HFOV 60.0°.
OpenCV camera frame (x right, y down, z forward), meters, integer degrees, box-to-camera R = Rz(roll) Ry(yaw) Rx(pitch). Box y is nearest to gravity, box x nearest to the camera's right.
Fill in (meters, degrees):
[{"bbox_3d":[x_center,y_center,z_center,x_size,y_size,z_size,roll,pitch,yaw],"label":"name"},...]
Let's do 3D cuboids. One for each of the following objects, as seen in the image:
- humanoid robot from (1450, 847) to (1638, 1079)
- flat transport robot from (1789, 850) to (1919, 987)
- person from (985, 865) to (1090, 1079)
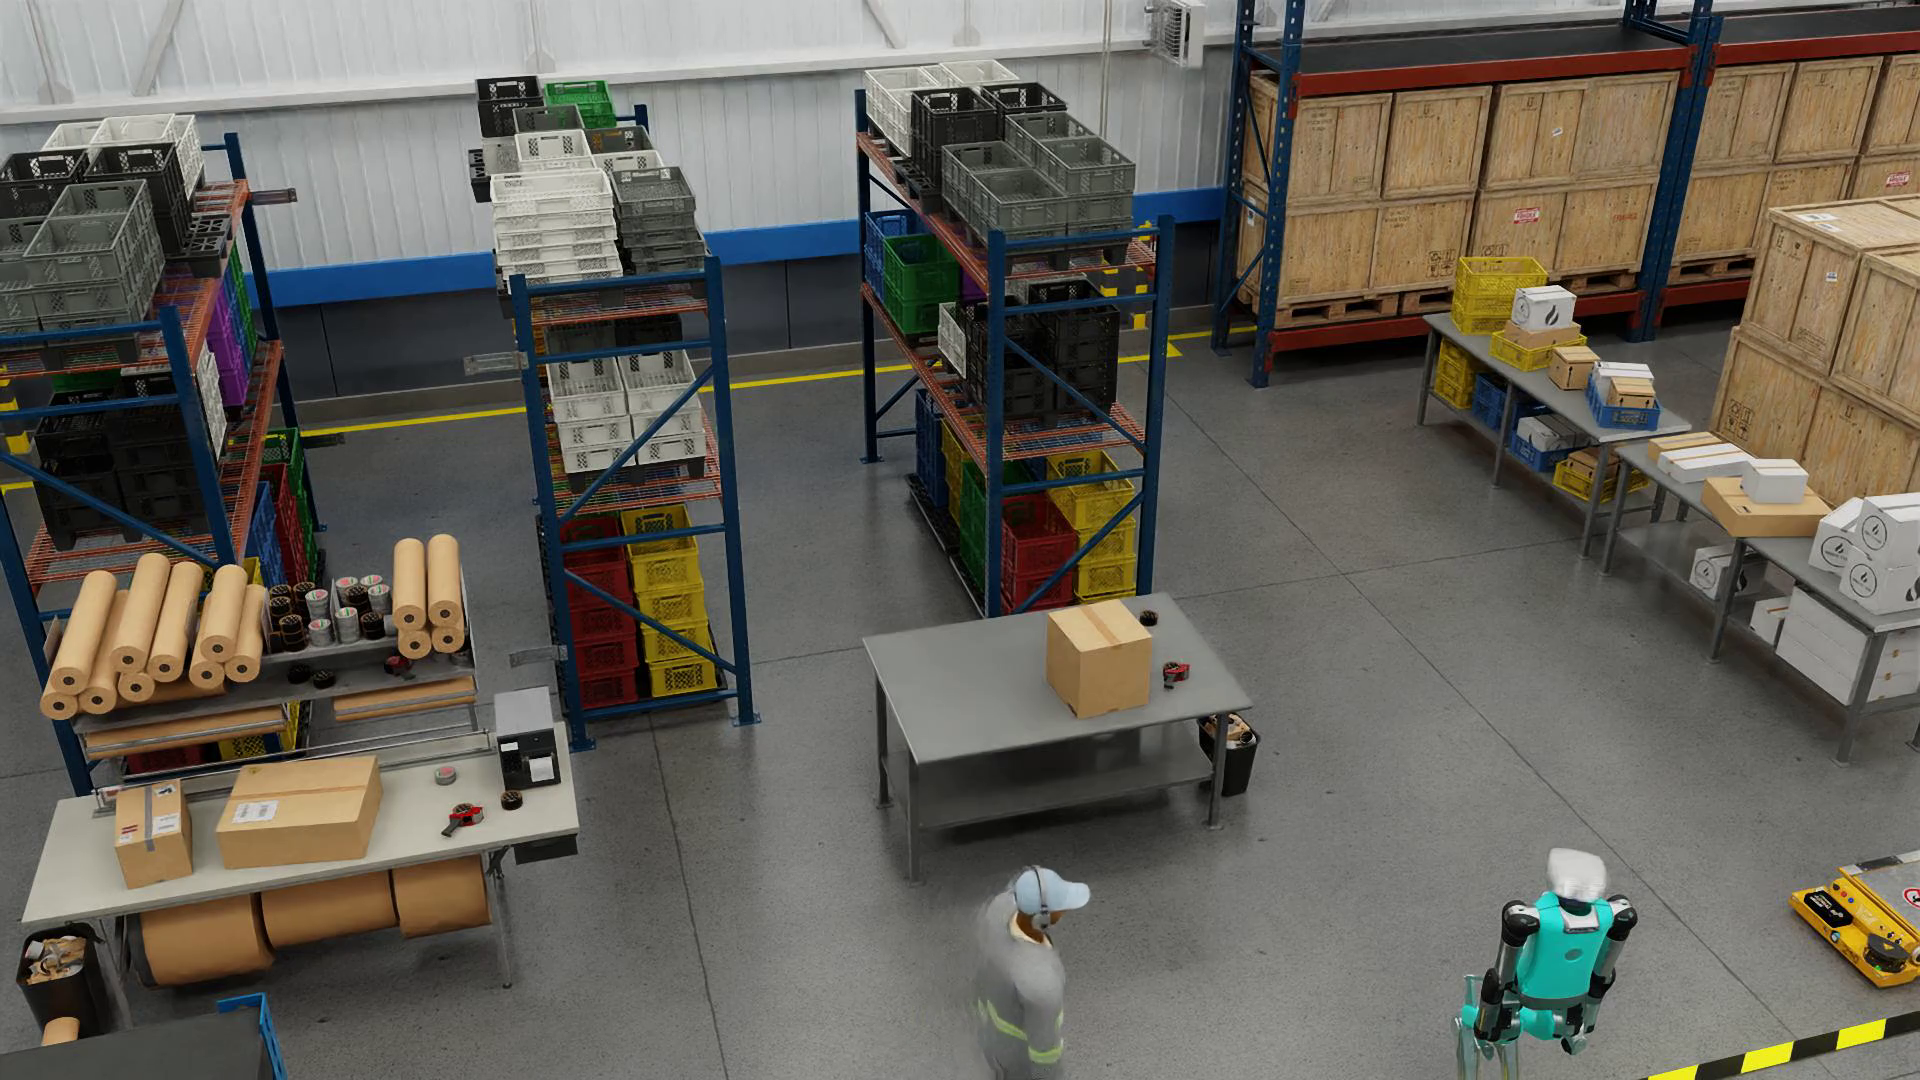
[{"bbox_3d":[2.379,1.889,7.065,0.533,1.673,0.735,-3,29,-5],"label":"humanoid robot"},{"bbox_3d":[5.163,1.916,8.676,1.431,0.231,0.659,-8,30,-14],"label":"flat transport robot"},{"bbox_3d":[0.246,2.056,6.796,0.620,1.832,0.595,-10,30,-17],"label":"person"}]
